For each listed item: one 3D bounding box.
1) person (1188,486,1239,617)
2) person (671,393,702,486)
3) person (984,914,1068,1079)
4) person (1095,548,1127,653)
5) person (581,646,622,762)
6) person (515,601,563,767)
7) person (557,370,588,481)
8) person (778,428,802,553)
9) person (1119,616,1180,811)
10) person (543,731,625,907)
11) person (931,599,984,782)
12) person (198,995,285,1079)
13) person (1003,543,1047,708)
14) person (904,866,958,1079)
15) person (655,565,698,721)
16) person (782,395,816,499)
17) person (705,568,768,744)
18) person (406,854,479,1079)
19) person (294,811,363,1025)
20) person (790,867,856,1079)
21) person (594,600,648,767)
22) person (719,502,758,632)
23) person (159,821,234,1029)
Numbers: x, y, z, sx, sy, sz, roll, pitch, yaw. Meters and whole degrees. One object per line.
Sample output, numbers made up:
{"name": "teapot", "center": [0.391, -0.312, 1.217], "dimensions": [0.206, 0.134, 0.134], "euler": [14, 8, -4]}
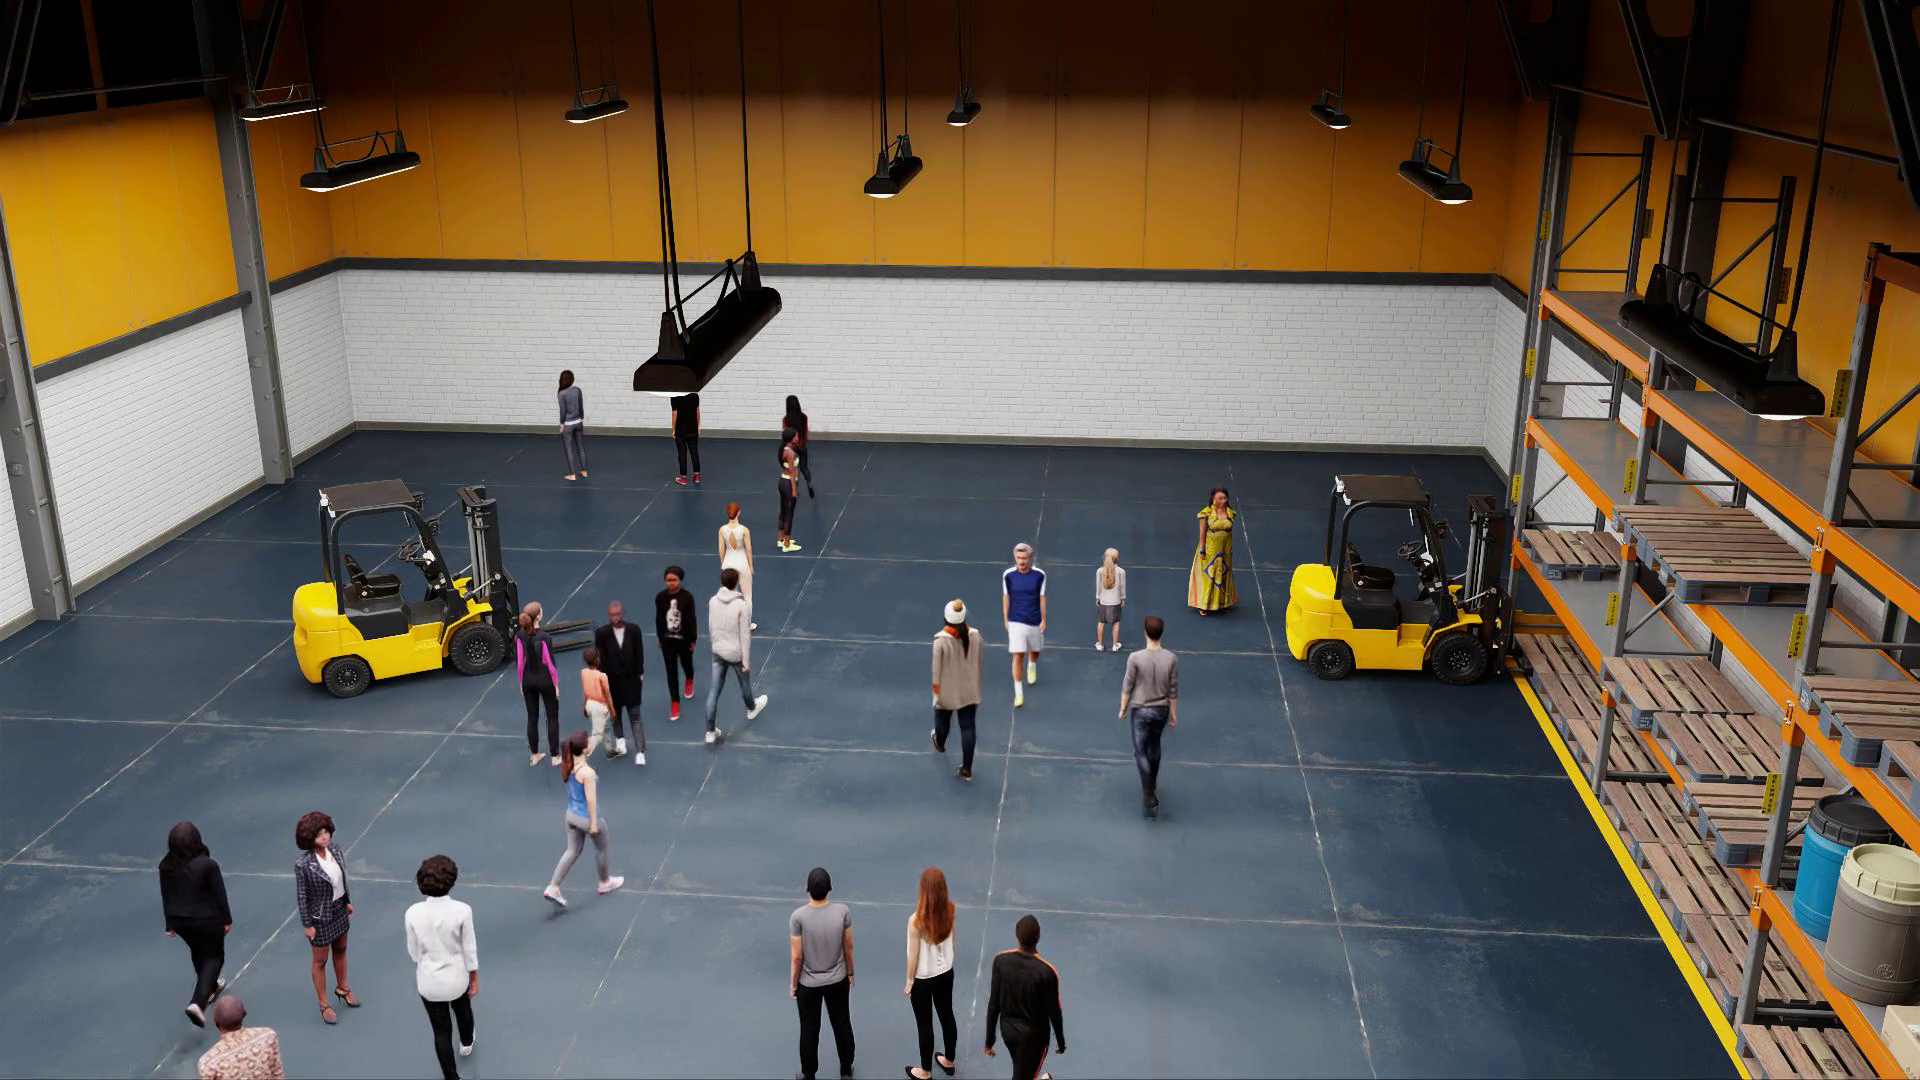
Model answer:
{"name": "person", "center": [3.211, 0.118, 20.914], "dimensions": [0.987, 1.659, 0.979], "euler": [-8, 20, -21]}
{"name": "person", "center": [-4.337, -1.761, 26.336], "dimensions": [0.725, 1.758, 0.752], "euler": [-10, 21, -28]}
{"name": "person", "center": [0.389, 3.374, 11.085], "dimensions": [0.972, 1.761, 1.270], "euler": [10, 21, 27]}
{"name": "person", "center": [1.789, 0.702, 19.780], "dimensions": [0.521, 1.275, 0.524], "euler": [4, 19, 12]}
{"name": "person", "center": [-3.688, 1.714, 16.746], "dimensions": [0.795, 1.293, 0.960], "euler": [14, 23, 35]}
{"name": "person", "center": [-4.265, 1.451, 16.811], "dimensions": [0.600, 1.751, 0.569], "euler": [3, 19, 9]}
{"name": "person", "center": [-6.205, -1.853, 26.596], "dimensions": [0.745, 1.768, 0.650], "euler": [16, 24, 38]}
{"name": "person", "center": [-2.415, -0.717, 23.251], "dimensions": [0.704, 1.749, 0.609], "euler": [-8, 20, -21]}
{"name": "person", "center": [1.823, 1.685, 15.906], "dimensions": [0.867, 1.884, 1.171], "euler": [-3, 19, -8]}
{"name": "person", "center": [-3.283, 2.407, 14.232], "dimensions": [0.926, 1.585, 1.089], "euler": [14, 23, 36]}
{"name": "person", "center": [-0.009, 1.499, 16.515], "dimensions": [0.952, 1.848, 1.230], "euler": [-4, 19, -13]}
{"name": "person", "center": [-4.366, 3.633, 10.255], "dimensions": [0.847, 1.799, 0.735], "euler": [13, 23, 34]}
{"name": "person", "center": [0.734, 0.877, 18.420], "dimensions": [0.691, 1.811, 1.136], "euler": [0, 19, 1]}
{"name": "person", "center": [-0.191, 3.112, 11.924], "dimensions": [0.645, 1.722, 0.698], "euler": [-14, 23, -36]}
{"name": "person", "center": [-3.067, 1.058, 18.142], "dimensions": [0.704, 1.645, 1.105], "euler": [-1, 19, -4]}
{"name": "person", "center": [-2.444, -1.372, 25.382], "dimensions": [0.879, 1.630, 1.044], "euler": [-10, 21, -26]}
{"name": "person", "center": [-2.456, 1.252, 17.350], "dimensions": [0.961, 1.784, 1.378], "euler": [7, 20, 19]}
{"name": "person", "center": [-3.660, 3.135, 11.774], "dimensions": [0.848, 1.773, 1.086], "euler": [-5, 19, -15]}
{"name": "person", "center": [-4.840, 2.861, 12.699], "dimensions": [0.745, 1.702, 0.605], "euler": [9, 20, 24]}
{"name": "person", "center": [-0.983, 3.121, 11.846], "dimensions": [0.701, 1.754, 0.678], "euler": [-6, 20, -18]}
{"name": "person", "center": [-3.479, 1.407, 16.979], "dimensions": [0.875, 1.726, 1.144], "euler": [-5, 19, -15]}
{"name": "person", "center": [-2.734, 0.330, 20.304], "dimensions": [0.562, 1.645, 0.480], "euler": [2, 19, 7]}
{"name": "person", "center": [-5.826, 2.940, 12.637], "dimensions": [0.668, 1.593, 0.993], "euler": [0, 19, 1]}
